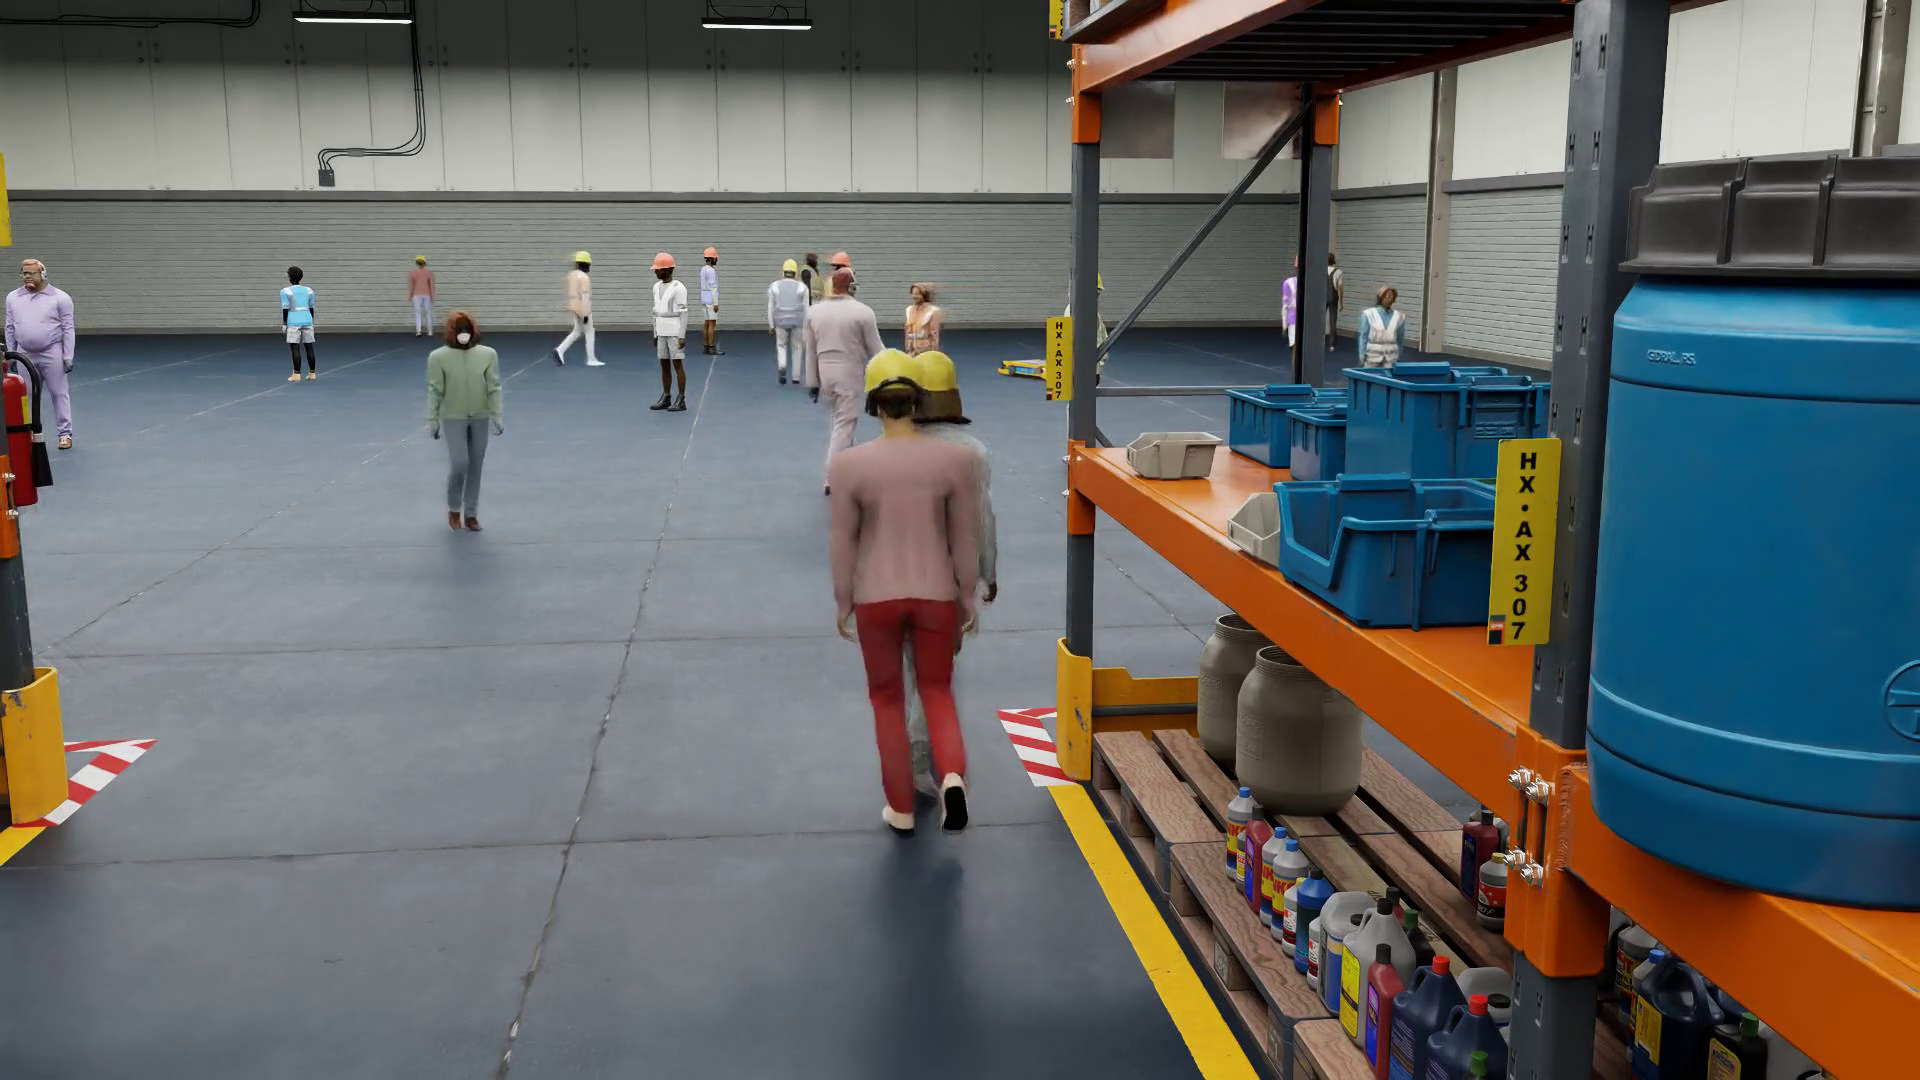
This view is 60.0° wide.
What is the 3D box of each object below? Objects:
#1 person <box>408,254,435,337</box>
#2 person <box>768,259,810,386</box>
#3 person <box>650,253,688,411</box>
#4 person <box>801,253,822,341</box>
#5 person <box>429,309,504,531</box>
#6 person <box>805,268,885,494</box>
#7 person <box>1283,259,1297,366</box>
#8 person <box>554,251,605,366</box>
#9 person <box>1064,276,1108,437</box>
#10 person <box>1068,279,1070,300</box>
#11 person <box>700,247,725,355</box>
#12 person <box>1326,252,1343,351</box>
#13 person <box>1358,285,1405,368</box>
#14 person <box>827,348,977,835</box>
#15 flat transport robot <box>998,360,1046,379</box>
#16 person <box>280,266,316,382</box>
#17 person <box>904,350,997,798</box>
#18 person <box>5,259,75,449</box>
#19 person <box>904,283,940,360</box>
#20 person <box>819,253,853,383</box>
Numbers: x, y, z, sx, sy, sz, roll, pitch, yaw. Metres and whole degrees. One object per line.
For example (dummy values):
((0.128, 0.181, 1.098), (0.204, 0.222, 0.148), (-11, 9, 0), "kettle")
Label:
((-11.547, -5.247, 35.693), (0.529, 1.768, 0.321), (-4, 11, -22), "person")
((-2.434, -3.097, 23.761), (0.613, 1.816, 0.448), (0, 10, 1), "person")
((-3.577, -2.540, 20.391), (0.546, 1.934, 0.376), (8, 13, 39), "person")
((-3.054, -4.964, 34.044), (0.457, 1.804, 0.653), (3, 11, 16), "person")
((-3.557, -0.853, 12.022), (0.497, 1.614, 0.392), (-7, 12, -33), "person")
((-0.893, -1.344, 14.014), (0.645, 1.866, 0.929), (7, 13, 34), "person")
((4.762, -3.052, 23.238), (0.550, 1.921, 0.622), (0, 10, -1), "person")
((-6.295, -3.801, 27.373), (0.759, 1.907, 0.587), (-9, 13, -39), "person")
((1.193, -1.637, 15.727), (0.403, 1.830, 0.587), (-3, 11, -18), "person")
((2.239, -4.437, 31.065), (0.428, 1.839, 0.669), (7, 13, 35), "person")
((-4.500, -4.316, 30.115), (0.357, 1.938, 0.545), (-6, 12, -28), "person")
((6.890, -4.445, 31.075), (0.513, 1.844, 0.333), (2, 11, 13), "person")
((4.587, -1.983, 18.203), (0.521, 1.612, 0.671), (0, 10, -1), "person")
((-0.192, 0.208, 5.831), (0.535, 1.744, 0.514), (-2, 11, -12), "person")
((1.234, -2.611, 25.340), (0.652, 0.197, 1.431), (-6, 12, -31), "flat transport robot")
((-9.762, -3.180, 24.549), (0.318, 1.697, 0.535), (7, 13, 35), "person")
((-0.130, 0.117, 6.477), (0.489, 1.701, 0.910), (3, 11, 17), "person")
((-9.234, -1.853, 16.700), (0.642, 1.909, 0.408), (-2, 10, -9), "person")
((-0.491, -2.024, 18.402), (0.540, 1.614, 0.674), (8, 13, 38), "person")
((-1.679, -3.242, 24.351), (0.957, 1.888, 0.569), (-5, 12, -27), "person")
